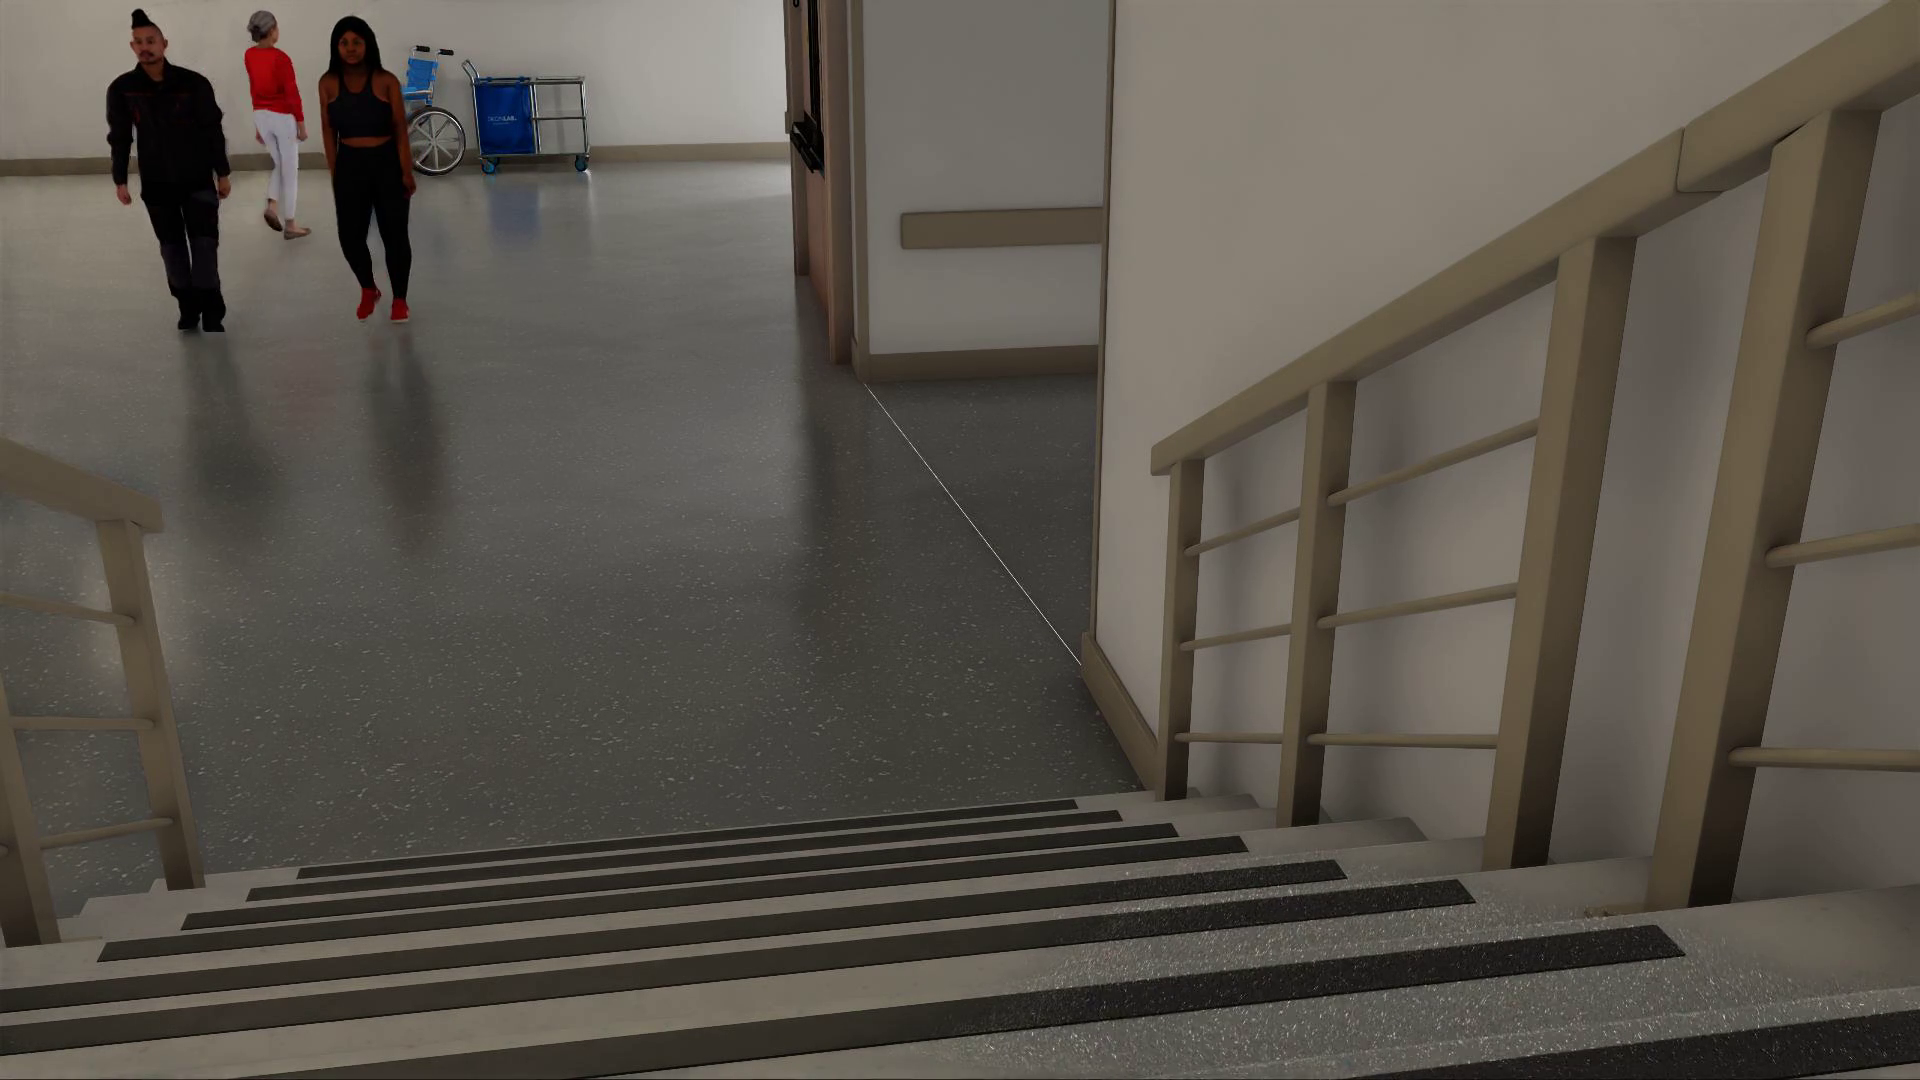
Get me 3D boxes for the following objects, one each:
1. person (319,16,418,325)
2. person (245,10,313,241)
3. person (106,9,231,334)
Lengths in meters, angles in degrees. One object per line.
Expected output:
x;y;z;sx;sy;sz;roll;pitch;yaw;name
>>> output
-3.515;-2.206;9.988;0.666;1.801;0.637;-4;21;-11;person
-5.178;-3.088;12.484;0.704;1.683;0.778;7;22;17;person
-4.608;-2.151;9.788;0.832;1.841;0.908;-6;22;-15;person
